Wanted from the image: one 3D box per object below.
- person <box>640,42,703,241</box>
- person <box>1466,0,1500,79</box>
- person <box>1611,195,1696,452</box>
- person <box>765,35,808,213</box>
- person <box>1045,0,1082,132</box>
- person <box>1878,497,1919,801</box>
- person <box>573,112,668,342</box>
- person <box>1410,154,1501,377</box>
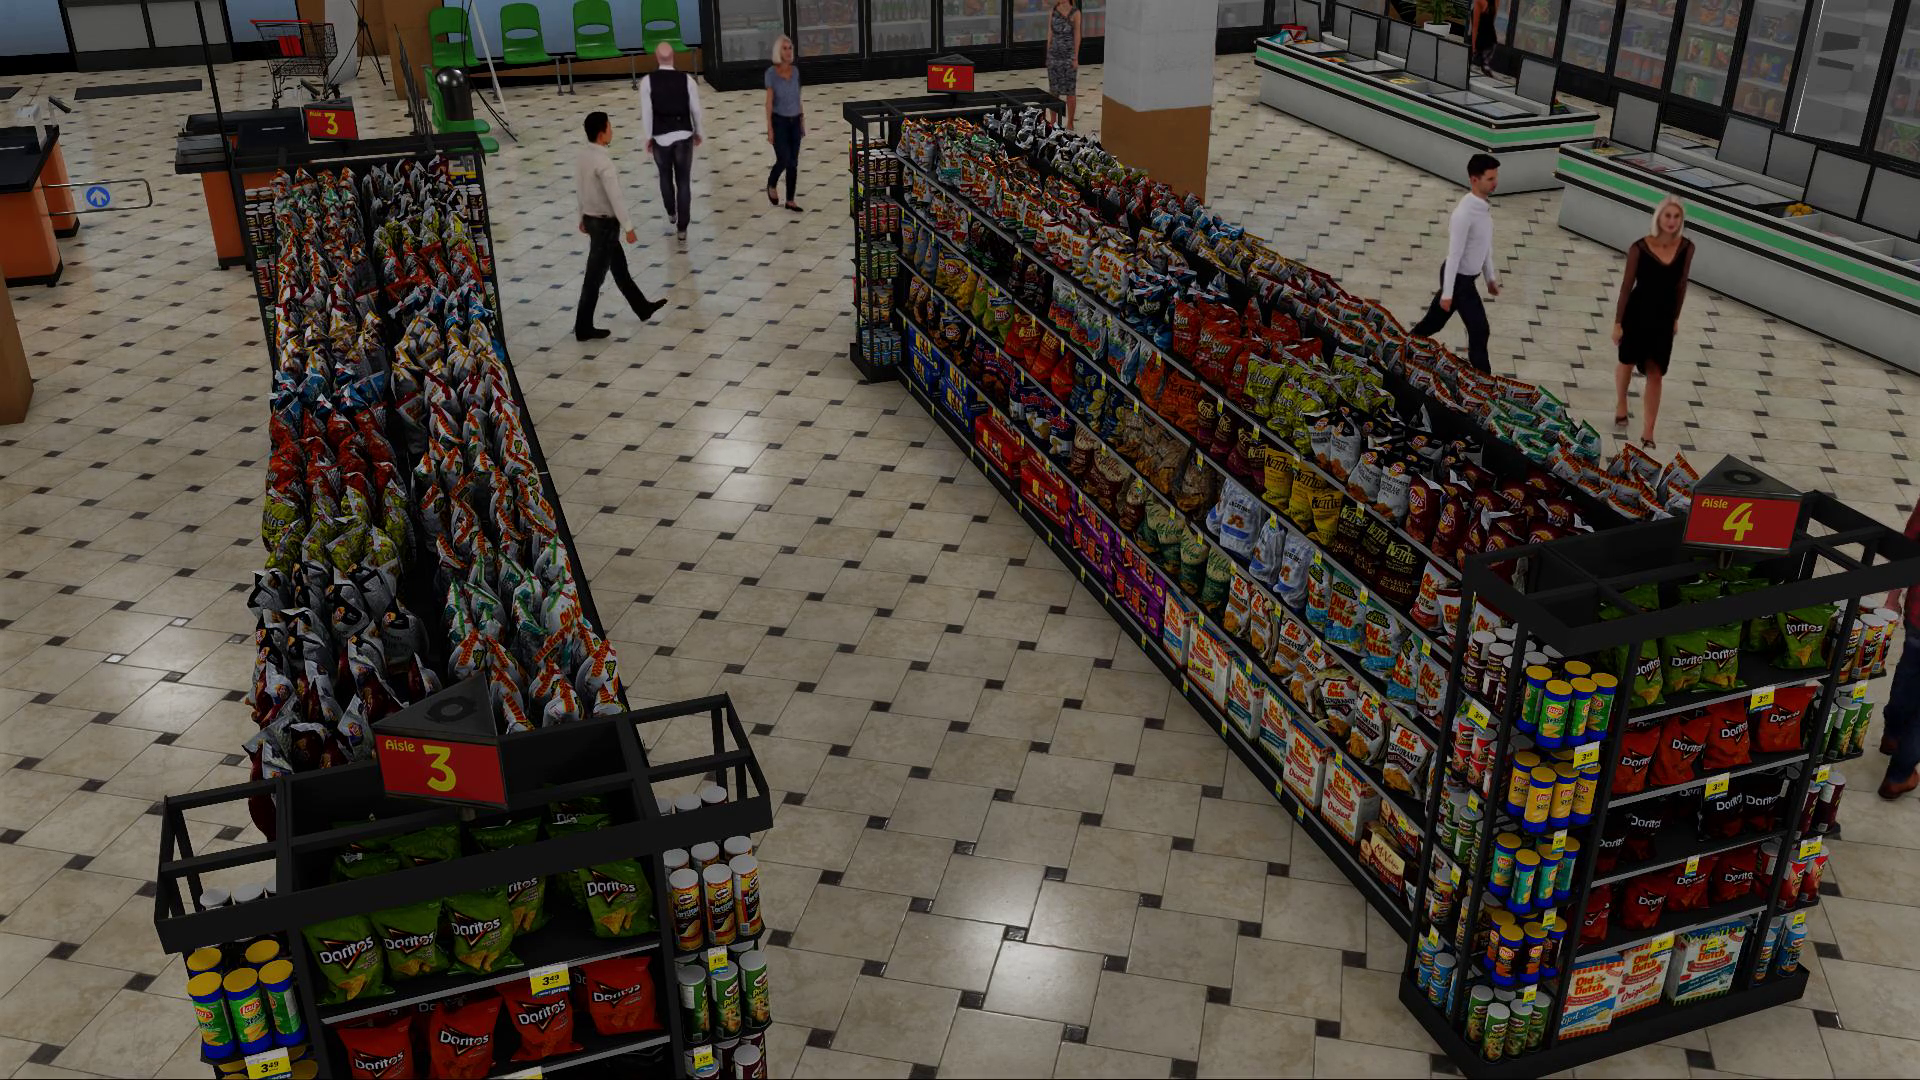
[{"bbox_3d":[-2.674,-3.678,15.544,0.837,1.774,1.249,-5,27,-10],"label":"person"},{"bbox_3d":[6.498,-6.119,20.527,0.706,1.621,1.113,-14,30,-25],"label":"person"},{"bbox_3d":[4.665,-1.504,11.348,0.942,1.693,1.152,4,27,7],"label":"person"},{"bbox_3d":[-1.785,-4.125,16.490,0.725,1.715,0.791,-22,34,-37],"label":"person"},{"bbox_3d":[1.219,-5.647,19.503,0.617,1.705,0.701,16,31,28],"label":"person"},{"bbox_3d":[4.450,0.368,7.533,0.932,1.804,0.916,-21,34,-35],"label":"person"},{"bbox_3d":[-2.900,-2.420,13.065,0.930,1.772,1.109,-18,32,-31],"label":"person"},{"bbox_3d":[3.476,-1.850,11.891,1.242,1.819,1.181,13,29,23],"label":"person"}]
